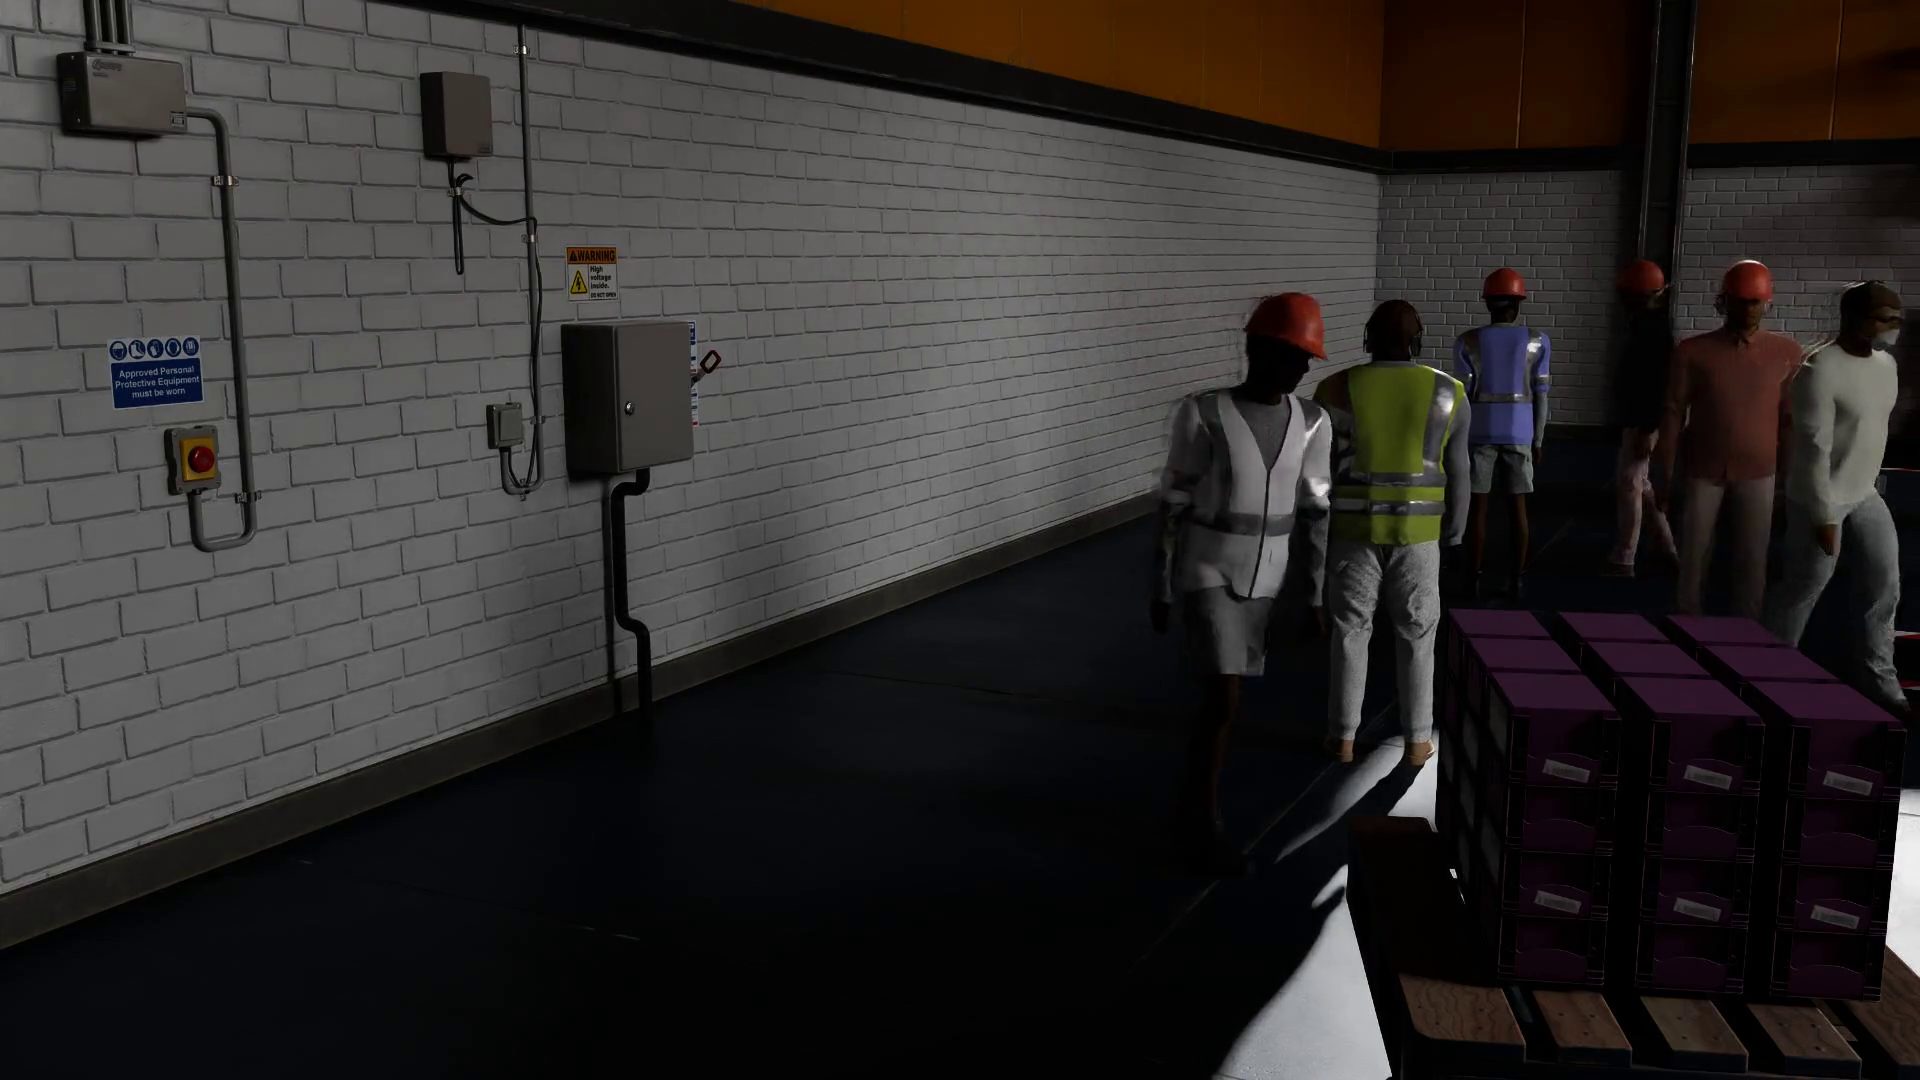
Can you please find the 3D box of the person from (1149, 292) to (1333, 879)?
[{"bbox_3d":[0.938,0.144,5.466,0.578,1.891,0.704,-4,11,-22],"label":"person"}]

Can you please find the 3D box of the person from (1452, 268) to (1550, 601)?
[{"bbox_3d":[3.126,-0.605,9.690,0.545,1.933,0.376,2,10,12],"label":"person"}]

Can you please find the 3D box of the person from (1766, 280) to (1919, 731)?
[{"bbox_3d":[3.787,-0.127,6.993,0.660,1.903,0.849,-5,11,-29],"label":"person"}]

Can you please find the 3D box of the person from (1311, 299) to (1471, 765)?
[{"bbox_3d":[1.682,-0.024,6.591,0.634,1.842,0.429,2,10,11],"label":"person"}]

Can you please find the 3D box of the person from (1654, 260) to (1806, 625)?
[{"bbox_3d":[3.663,-0.329,7.955,0.659,1.980,0.533,3,10,19],"label":"person"}]

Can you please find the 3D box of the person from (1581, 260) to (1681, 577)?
[{"bbox_3d":[4.243,-0.734,10.356,0.638,1.975,0.635,3,10,17],"label":"person"}]
